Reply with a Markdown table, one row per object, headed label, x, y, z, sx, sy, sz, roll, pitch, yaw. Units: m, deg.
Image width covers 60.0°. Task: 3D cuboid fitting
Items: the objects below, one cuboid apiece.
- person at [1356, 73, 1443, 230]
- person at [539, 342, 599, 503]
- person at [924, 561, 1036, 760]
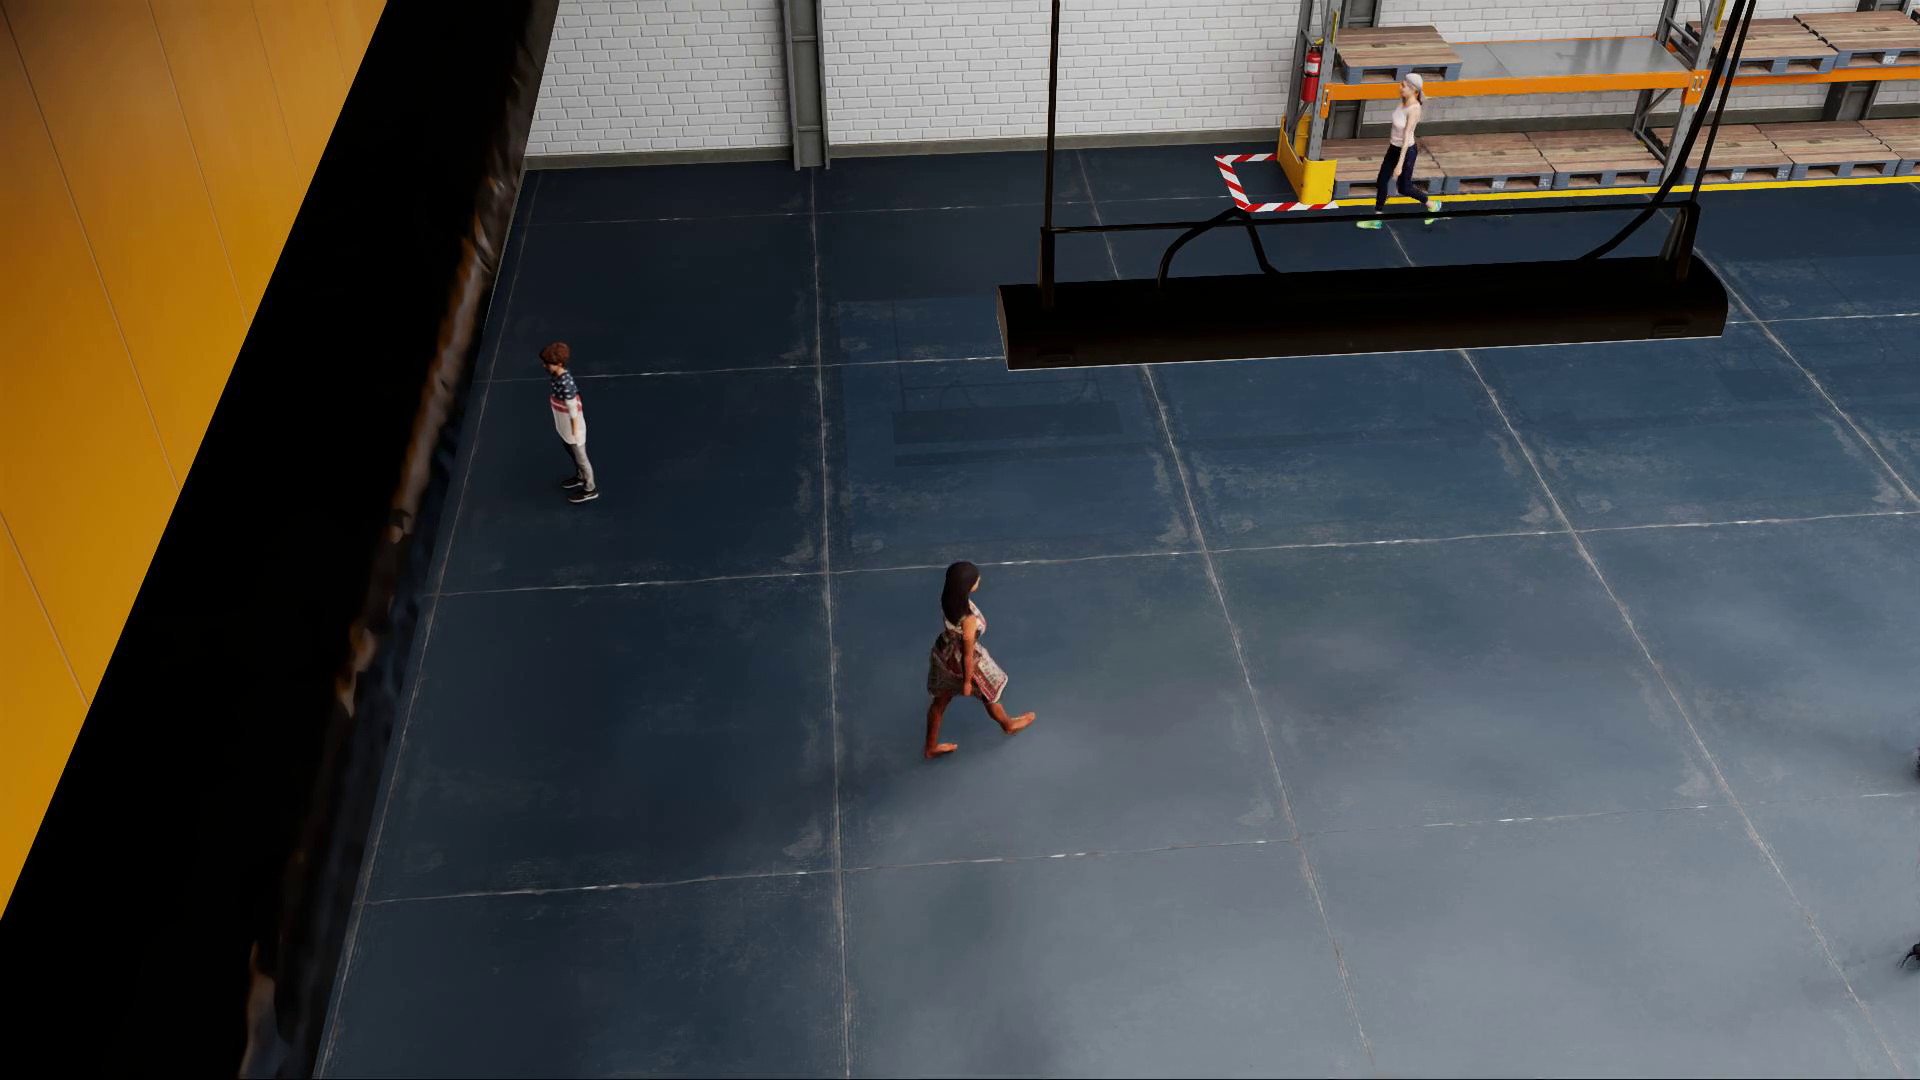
| label | x | y | z | sx | sy | sz | roll | pitch | yaw |
| --- | --- | --- | --- | --- | --- | --- | --- | --- | --- |
| person | 4.558 | -3.891 | 16.849 | 1.065 | 1.678 | 0.640 | -5 | 39 | -6 |
| person | -3.137 | -0.965 | 13.377 | 0.594 | 1.438 | 0.576 | -20 | 43 | -24 |
| person | -0.084 | 0.835 | 10.984 | 1.129 | 1.611 | 0.881 | -17 | 42 | -20 |
